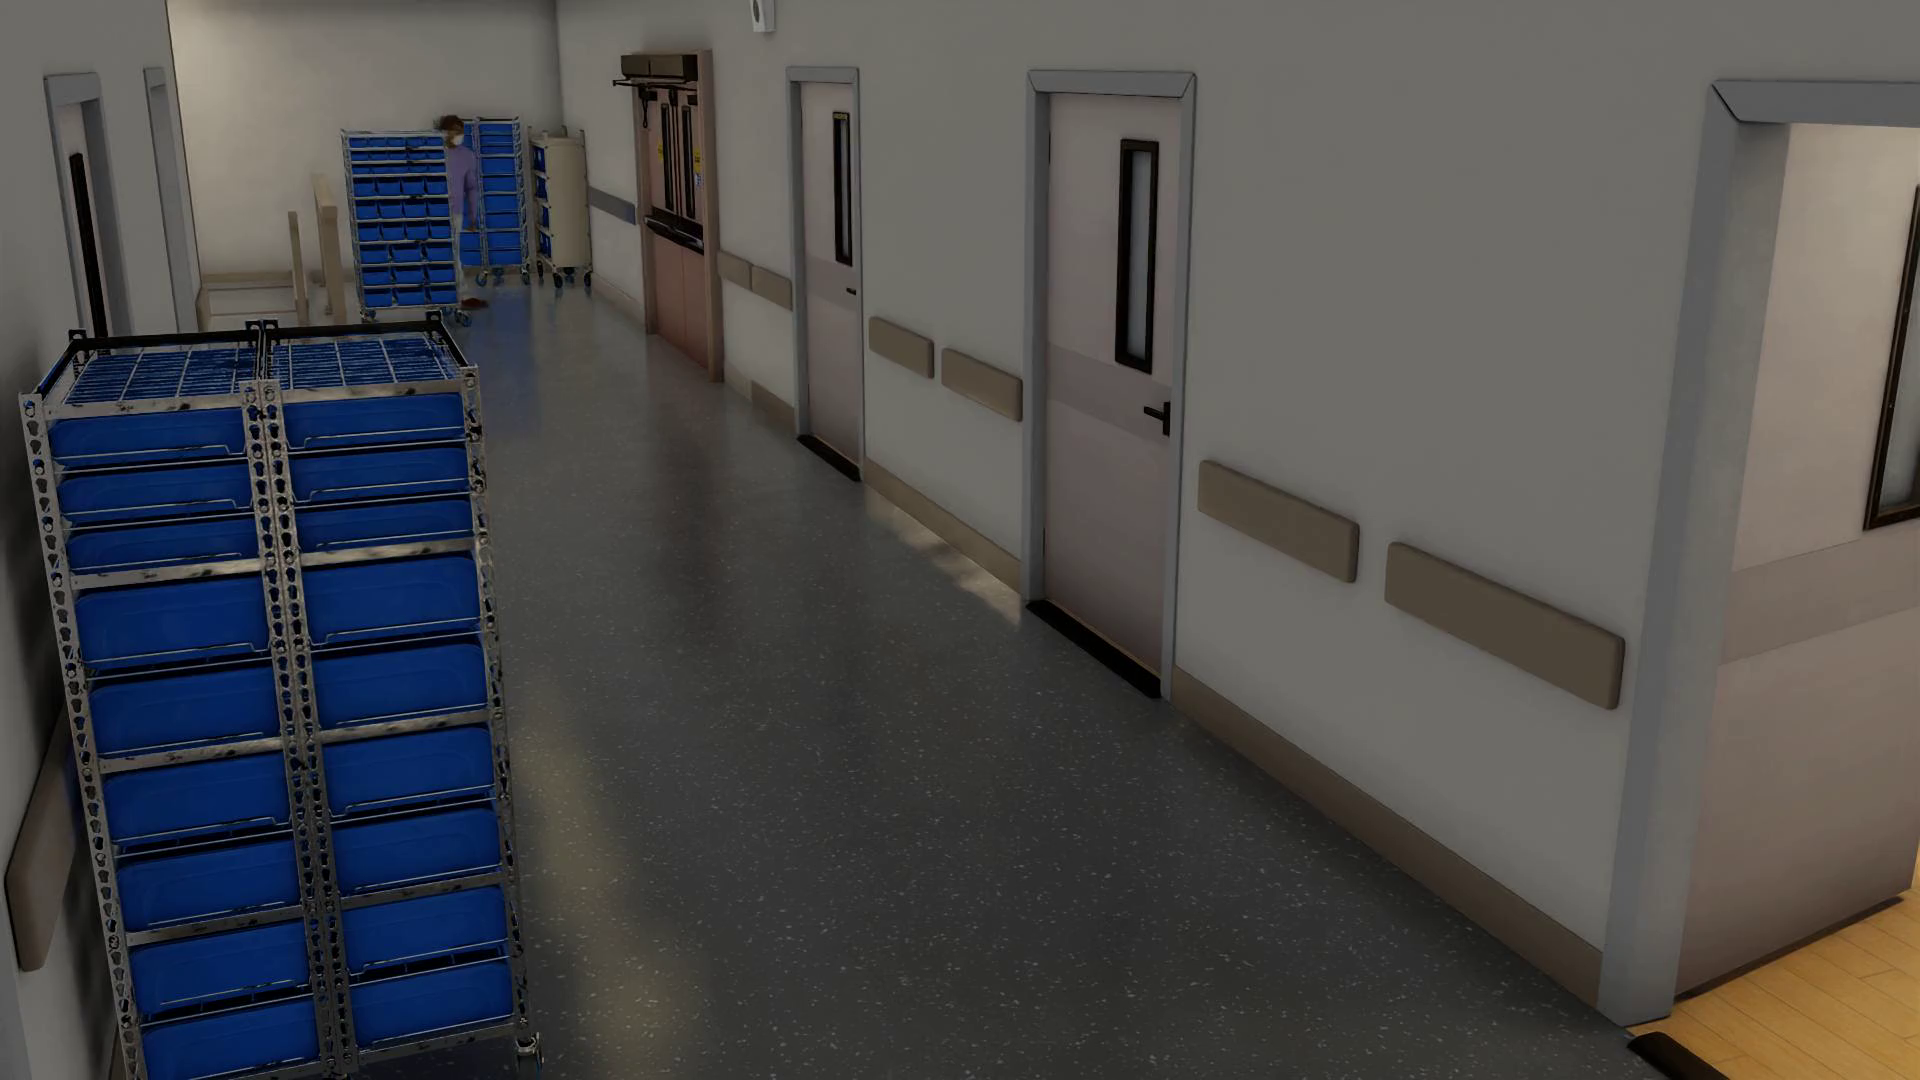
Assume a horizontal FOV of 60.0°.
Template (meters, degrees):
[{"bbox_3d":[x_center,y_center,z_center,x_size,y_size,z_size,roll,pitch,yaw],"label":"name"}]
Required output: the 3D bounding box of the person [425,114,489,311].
[{"bbox_3d":[-5.051,-3.197,16.244,0.992,1.873,0.671,12,20,36],"label":"person"}]
